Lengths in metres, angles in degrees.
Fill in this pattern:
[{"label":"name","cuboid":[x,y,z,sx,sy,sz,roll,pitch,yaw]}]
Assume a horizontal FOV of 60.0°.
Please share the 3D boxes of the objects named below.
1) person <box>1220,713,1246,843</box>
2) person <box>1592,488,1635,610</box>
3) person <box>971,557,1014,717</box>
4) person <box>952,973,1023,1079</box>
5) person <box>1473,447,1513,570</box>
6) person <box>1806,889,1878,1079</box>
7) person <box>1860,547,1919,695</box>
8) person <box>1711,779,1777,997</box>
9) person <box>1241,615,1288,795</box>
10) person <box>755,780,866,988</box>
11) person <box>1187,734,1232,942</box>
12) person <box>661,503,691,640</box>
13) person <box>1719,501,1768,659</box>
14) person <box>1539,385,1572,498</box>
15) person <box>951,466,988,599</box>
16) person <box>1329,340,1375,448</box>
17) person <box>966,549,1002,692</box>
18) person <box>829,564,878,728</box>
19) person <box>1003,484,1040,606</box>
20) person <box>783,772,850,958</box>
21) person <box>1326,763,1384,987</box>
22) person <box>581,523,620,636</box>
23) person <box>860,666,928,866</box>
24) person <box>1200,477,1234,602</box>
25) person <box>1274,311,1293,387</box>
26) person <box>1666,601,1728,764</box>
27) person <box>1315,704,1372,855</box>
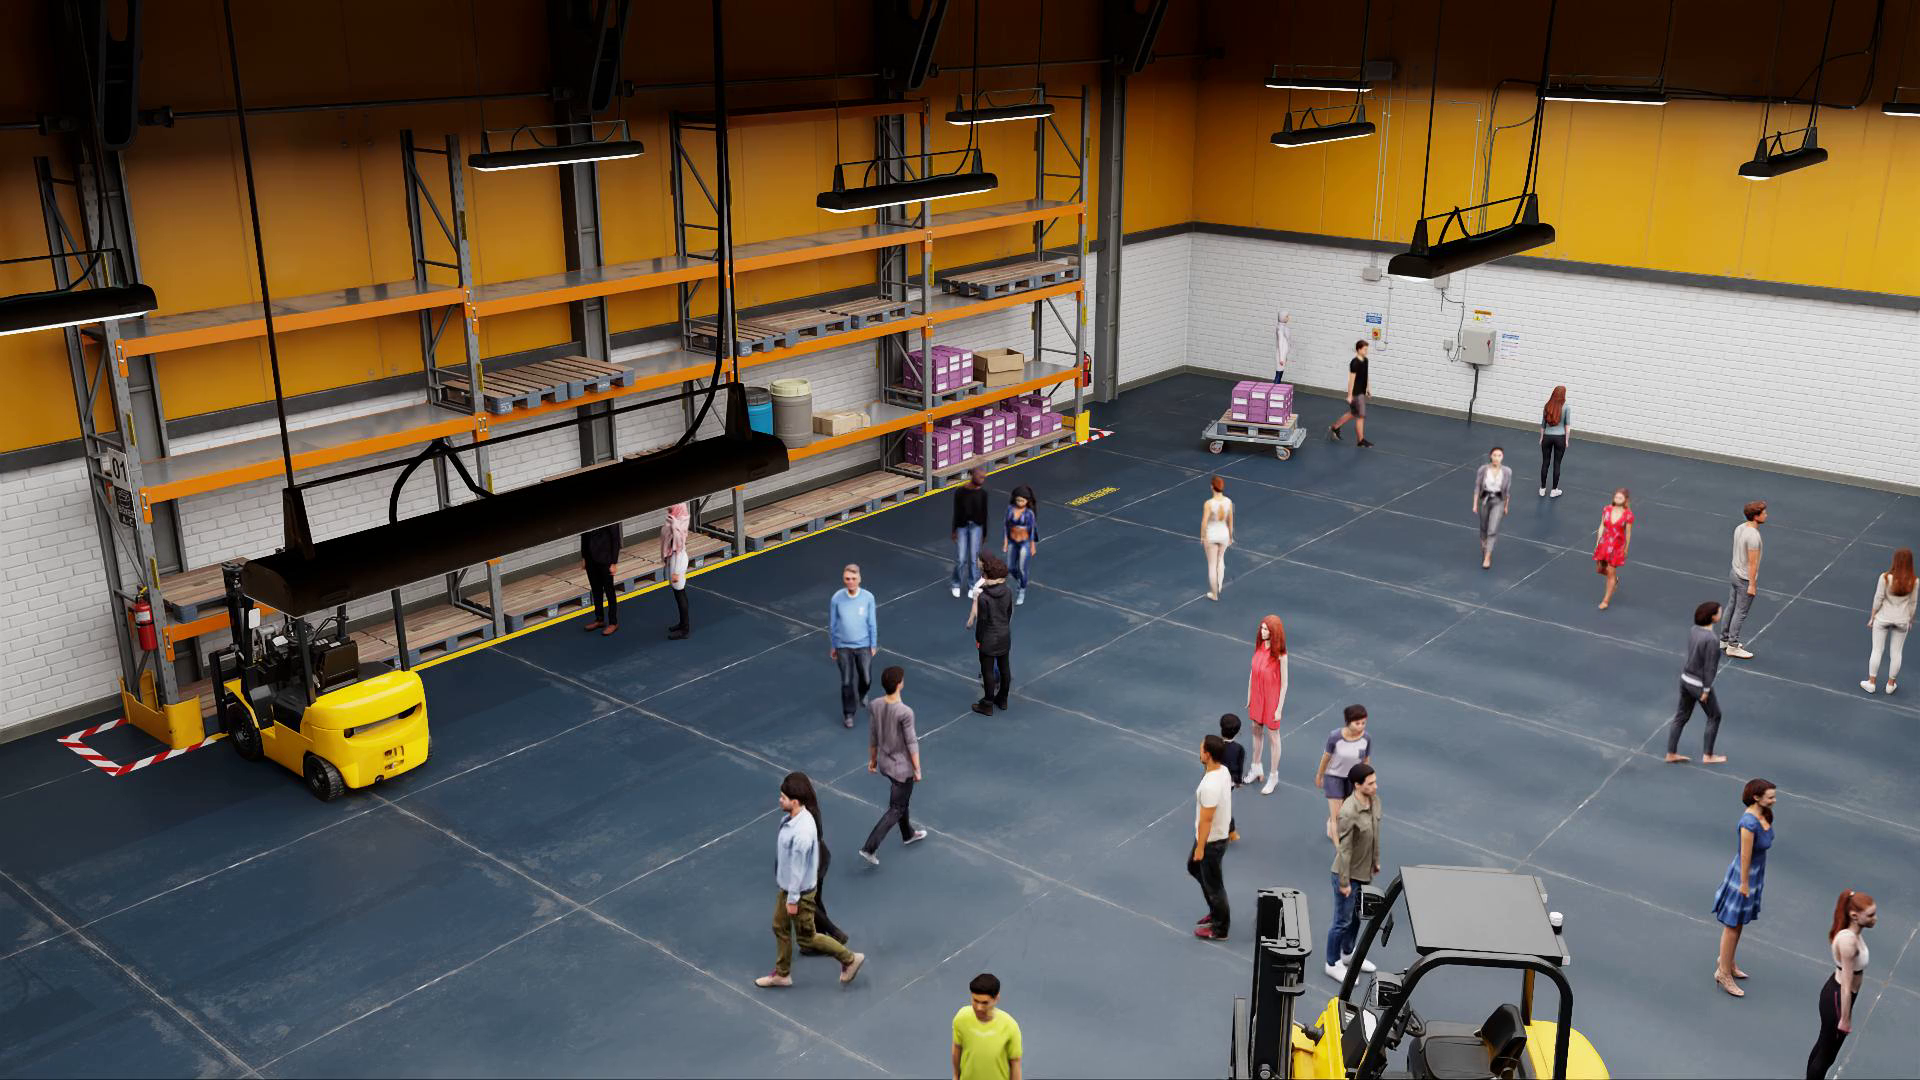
[{"label":"person","cuboid":[2.484,2.217,15.410,0.875,1.207,0.842,-7,20,-19]},{"label":"person","cuboid":[8.347,0.080,21.168,0.814,1.582,0.626,-17,25,-41]},{"label":"person","cuboid":[0.374,1.036,18.019,0.607,1.781,0.727,-14,23,-36]},{"label":"person","cuboid":[0.200,3.520,10.843,0.976,1.652,1.212,4,19,13]},{"label":"person","cuboid":[7.254,-0.473,22.704,0.847,1.650,1.142,7,20,21]},{"label":"person","cuboid":[6.107,3.227,11.578,0.672,1.740,0.499,11,22,31]},{"label":"person","cuboid":[10.397,0.895,18.540,0.670,1.715,0.675,6,19,16]},{"label":"person","cuboid":[6.173,2.695,13.054,0.754,1.806,0.546,11,22,30]},{"label":"person","cuboid":[3.014,1.589,16.302,0.595,1.828,0.643,-12,22,-32]},{"label":"person","cuboid":[-1.177,2.728,12.985,1.204,1.788,1.098,-3,19,-9]},{"label":"person","cuboid":[2.171,2.467,13.759,0.906,1.787,0.751,4,19,12]},{"label":"person","cuboid":[-3.411,0.311,20.135,0.794,1.804,0.736,-2,19,-6]},{"label":"person","cuboid":[9.243,0.438,19.612,0.809,1.896,0.705,1,19,3]},{"label":"person","cuboid":[9.185,-1.537,25.720,0.612,1.742,0.561,12,22,31]},{"label":"person","cuboid":[0.143,-0.122,21.552,0.740,1.721,0.812,0,19,0]},{"label":"person","cuboid":[6.742,-2.535,28.535,0.798,1.837,1.087,12,22,31]},{"label":"person","cuboid":[0.401,0.929,18.515,0.727,1.666,0.624,10,21,28]},{"label":"person","cuboid":[-1.146,1.084,17.843,0.921,1.802,0.993,0,19,0]},{"label":"person","cuboid":[0.789,0.041,21.243,0.701,1.609,0.748,11,21,29]},{"label":"person","cuboid":[-1.109,2.645,13.501,0.880,1.614,0.826,-1,19,-4]},{"label":"person","cuboid":[3.118,2.615,13.201,0.762,1.863,0.522,17,25,41]},{"label":"person","cuboid":[-4.384,0.216,20.292,0.738,1.884,0.620,10,21,27]},{"label":"person","cuboid":[-0.624,2.048,14.949,1.166,1.822,0.775,-16,25,-40]},{"label":"person","cuboid":[3.330,0.005,21.312,0.675,1.632,0.758,-6,20,-18]},{"label":"person","cuboid":[6.041,-3.440,31.317,0.737,1.776,0.588,6,20,18]},{"label":"person","cuboid":[7.378,1.458,16.811,0.931,1.752,0.843,-5,19,-15]},{"label":"person","cuboid":[3.458,2.149,15.148,1.055,1.505,1.075,-2,19,-7]}]
